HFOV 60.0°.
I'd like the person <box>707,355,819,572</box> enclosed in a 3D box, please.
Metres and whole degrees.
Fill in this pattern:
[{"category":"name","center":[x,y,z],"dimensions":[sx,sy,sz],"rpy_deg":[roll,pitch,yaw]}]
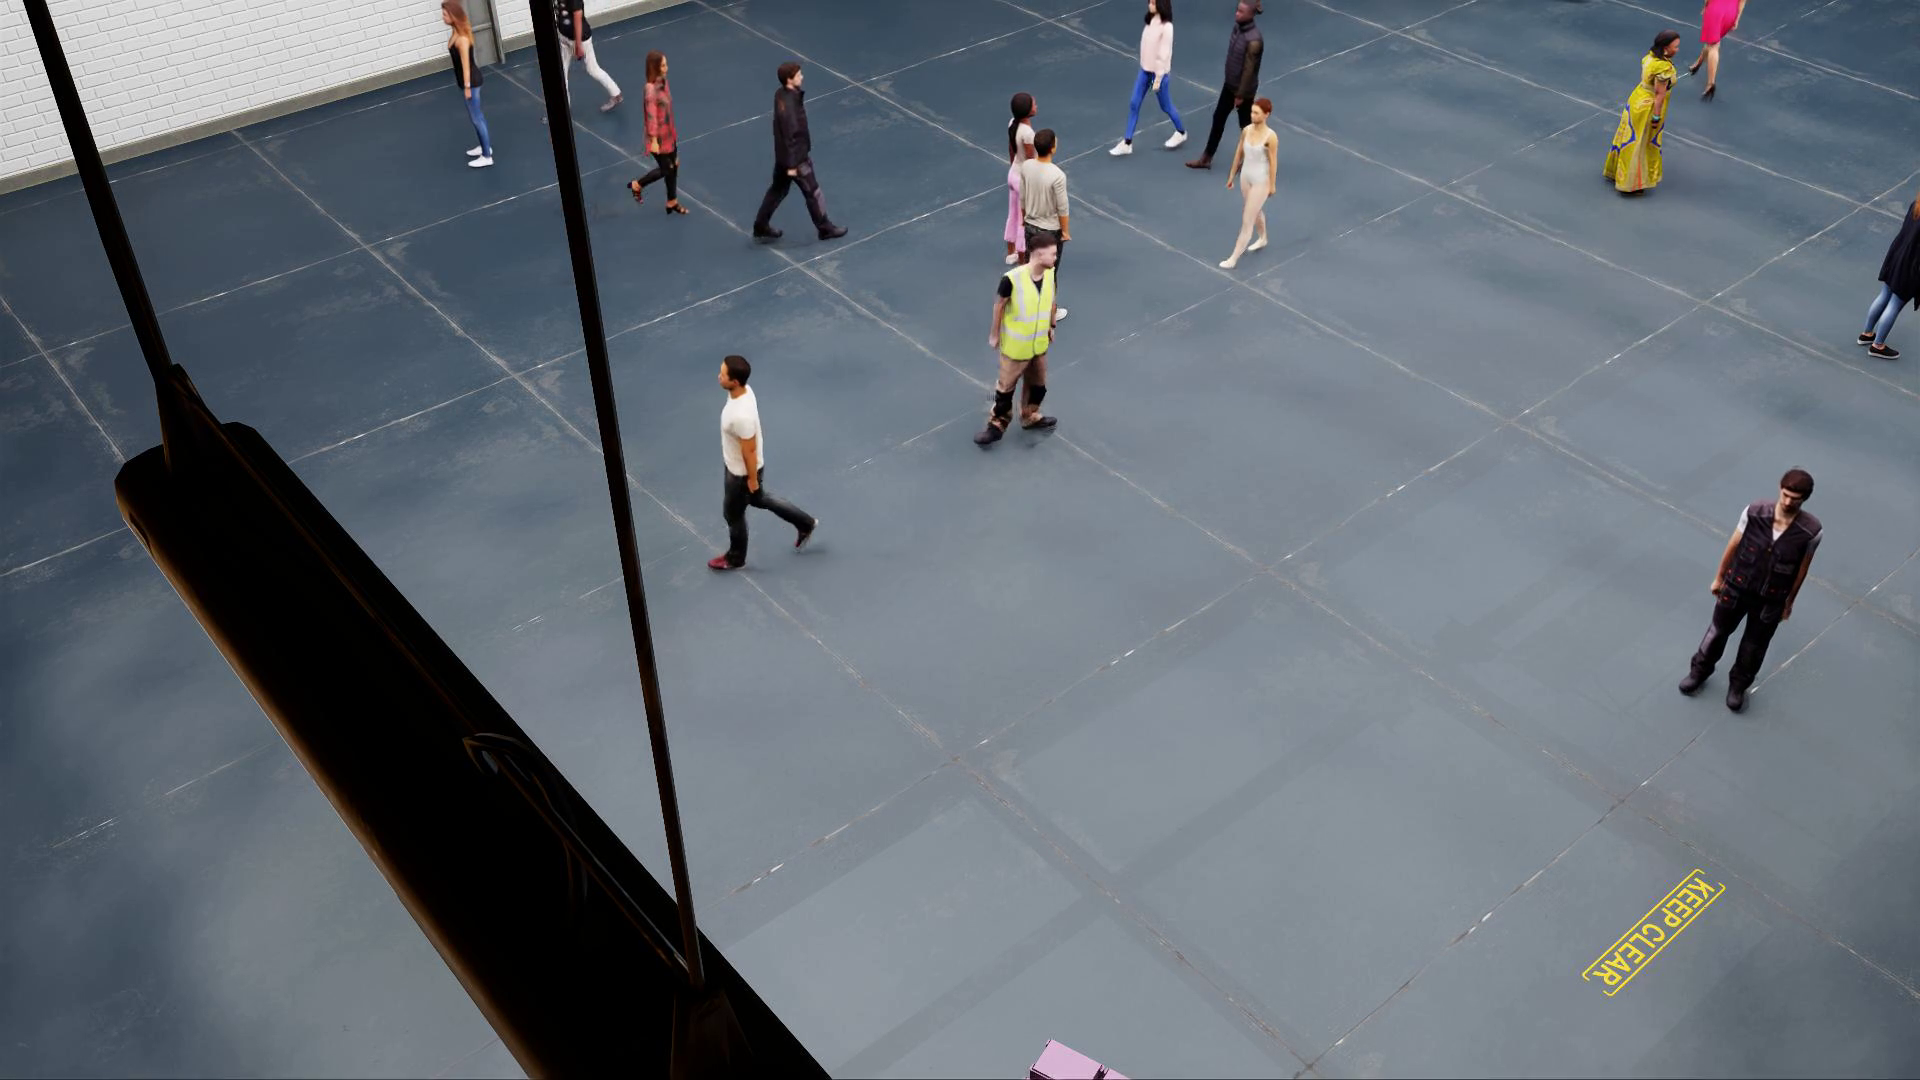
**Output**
[{"category":"person","center":[-1.441,-0.543,11.850],"dimensions":[1.185,1.781,0.994],"rpy_deg":[-6,39,-8]}]

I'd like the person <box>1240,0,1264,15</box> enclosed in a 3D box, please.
[{"category":"person","center":[3.636,-7.308,20.380],"dimensions":[0.639,1.706,0.593],"rpy_deg":[22,44,25]}]

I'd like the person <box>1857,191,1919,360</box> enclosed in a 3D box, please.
[{"category":"person","center":[8.079,-2.353,14.194],"dimensions":[0.764,1.684,0.715],"rpy_deg":[1,39,1]}]

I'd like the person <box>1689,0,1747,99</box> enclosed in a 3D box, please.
[{"category":"person","center":[8.452,-5.754,18.462],"dimensions":[1.018,1.672,1.071],"rpy_deg":[3,39,4]}]

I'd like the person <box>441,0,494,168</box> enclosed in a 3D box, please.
[{"category":"person","center":[-5.045,-4.715,17.121],"dimensions":[0.639,1.722,0.641],"rpy_deg":[-12,40,-15]}]

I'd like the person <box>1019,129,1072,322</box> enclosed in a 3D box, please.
[{"category":"person","center":[0.727,-2.748,14.586],"dimensions":[0.699,1.812,0.626],"rpy_deg":[25,45,28]}]

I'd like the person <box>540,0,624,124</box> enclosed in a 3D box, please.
[{"category":"person","center":[-4.074,-5.409,17.959],"dimensions":[1.188,1.760,0.661],"rpy_deg":[-27,46,-30]}]

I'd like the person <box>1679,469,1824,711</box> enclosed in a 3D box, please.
[{"category":"person","center":[5.151,0.300,10.740],"dimensions":[0.720,1.848,0.673],"rpy_deg":[23,44,26]}]

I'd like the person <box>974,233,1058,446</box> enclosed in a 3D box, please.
[{"category":"person","center":[0.458,-1.575,13.109],"dimensions":[0.650,1.823,0.994],"rpy_deg":[-14,41,-17]}]

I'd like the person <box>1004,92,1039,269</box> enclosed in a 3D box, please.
[{"category":"person","center":[0.572,-3.297,15.331],"dimensions":[0.601,1.740,0.630],"rpy_deg":[-15,41,-17]}]

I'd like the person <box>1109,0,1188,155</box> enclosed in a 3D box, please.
[{"category":"person","center":[2.110,-4.829,17.260],"dimensions":[1.213,1.726,0.875],"rpy_deg":[-15,41,-18]}]

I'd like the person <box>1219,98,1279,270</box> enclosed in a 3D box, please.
[{"category":"person","center":[2.808,-3.351,15.513],"dimensions":[1.011,1.598,0.556],"rpy_deg":[-28,46,-30]}]

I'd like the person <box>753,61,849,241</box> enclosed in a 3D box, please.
[{"category":"person","center":[-1.675,-3.611,15.678],"dimensions":[1.267,1.799,1.033],"rpy_deg":[-10,40,-12]}]

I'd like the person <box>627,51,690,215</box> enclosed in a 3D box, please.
[{"category":"person","center":[-2.987,-3.923,16.158],"dimensions":[0.939,1.686,0.895],"rpy_deg":[7,39,8]}]

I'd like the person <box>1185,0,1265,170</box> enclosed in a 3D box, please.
[{"category":"person","center":[2.921,-4.589,16.902],"dimensions":[1.195,1.798,0.979],"rpy_deg":[-11,40,-13]}]

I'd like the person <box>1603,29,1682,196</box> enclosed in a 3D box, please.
[{"category":"person","center":[6.877,-4.299,16.651],"dimensions":[1.040,1.658,0.994],"rpy_deg":[1,39,1]}]
